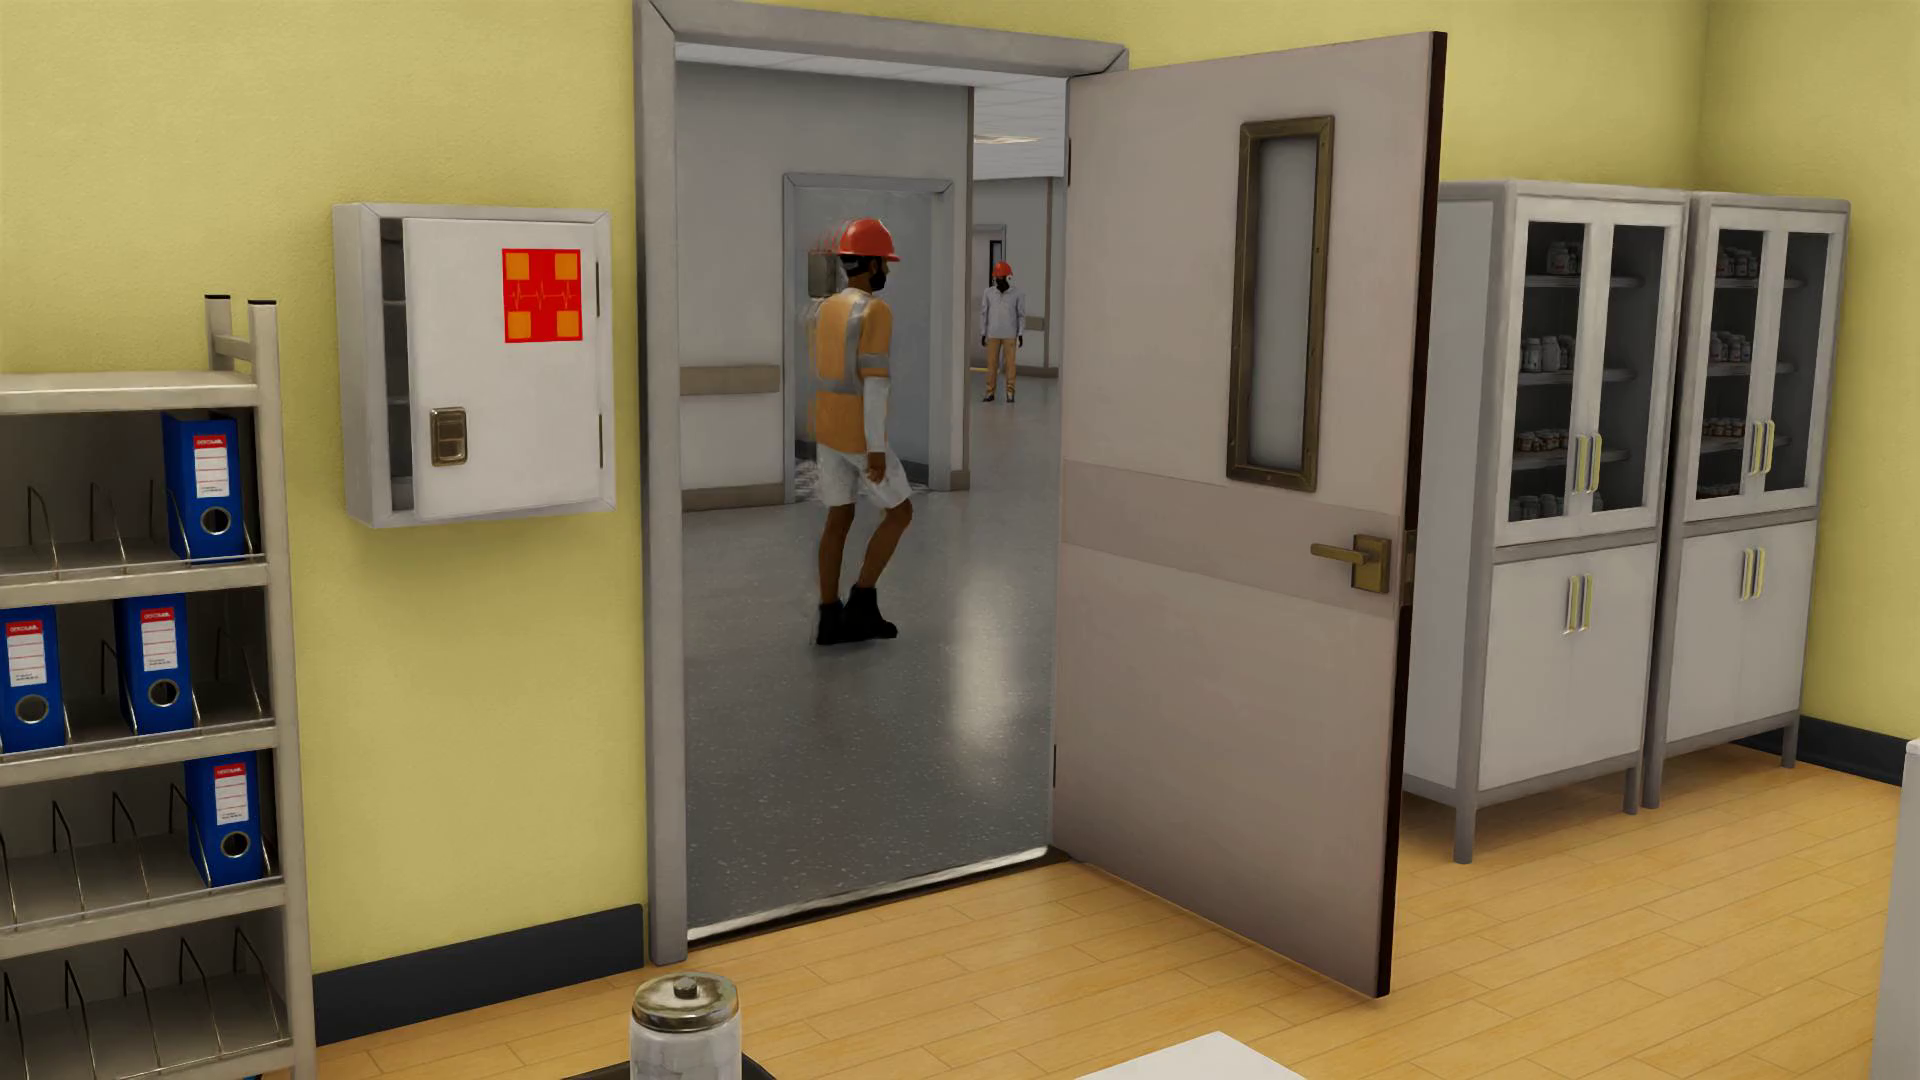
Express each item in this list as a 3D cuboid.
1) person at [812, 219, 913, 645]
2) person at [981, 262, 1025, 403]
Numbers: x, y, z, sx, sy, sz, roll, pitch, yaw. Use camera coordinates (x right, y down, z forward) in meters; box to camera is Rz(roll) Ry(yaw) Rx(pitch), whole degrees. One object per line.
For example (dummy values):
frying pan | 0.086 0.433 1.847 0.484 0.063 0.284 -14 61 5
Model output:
person | -0.442 -0.472 7.496 0.502 1.918 0.589 -6 12 -37
person | 0.523 -2.570 20.634 0.564 1.745 0.344 3 10 13
